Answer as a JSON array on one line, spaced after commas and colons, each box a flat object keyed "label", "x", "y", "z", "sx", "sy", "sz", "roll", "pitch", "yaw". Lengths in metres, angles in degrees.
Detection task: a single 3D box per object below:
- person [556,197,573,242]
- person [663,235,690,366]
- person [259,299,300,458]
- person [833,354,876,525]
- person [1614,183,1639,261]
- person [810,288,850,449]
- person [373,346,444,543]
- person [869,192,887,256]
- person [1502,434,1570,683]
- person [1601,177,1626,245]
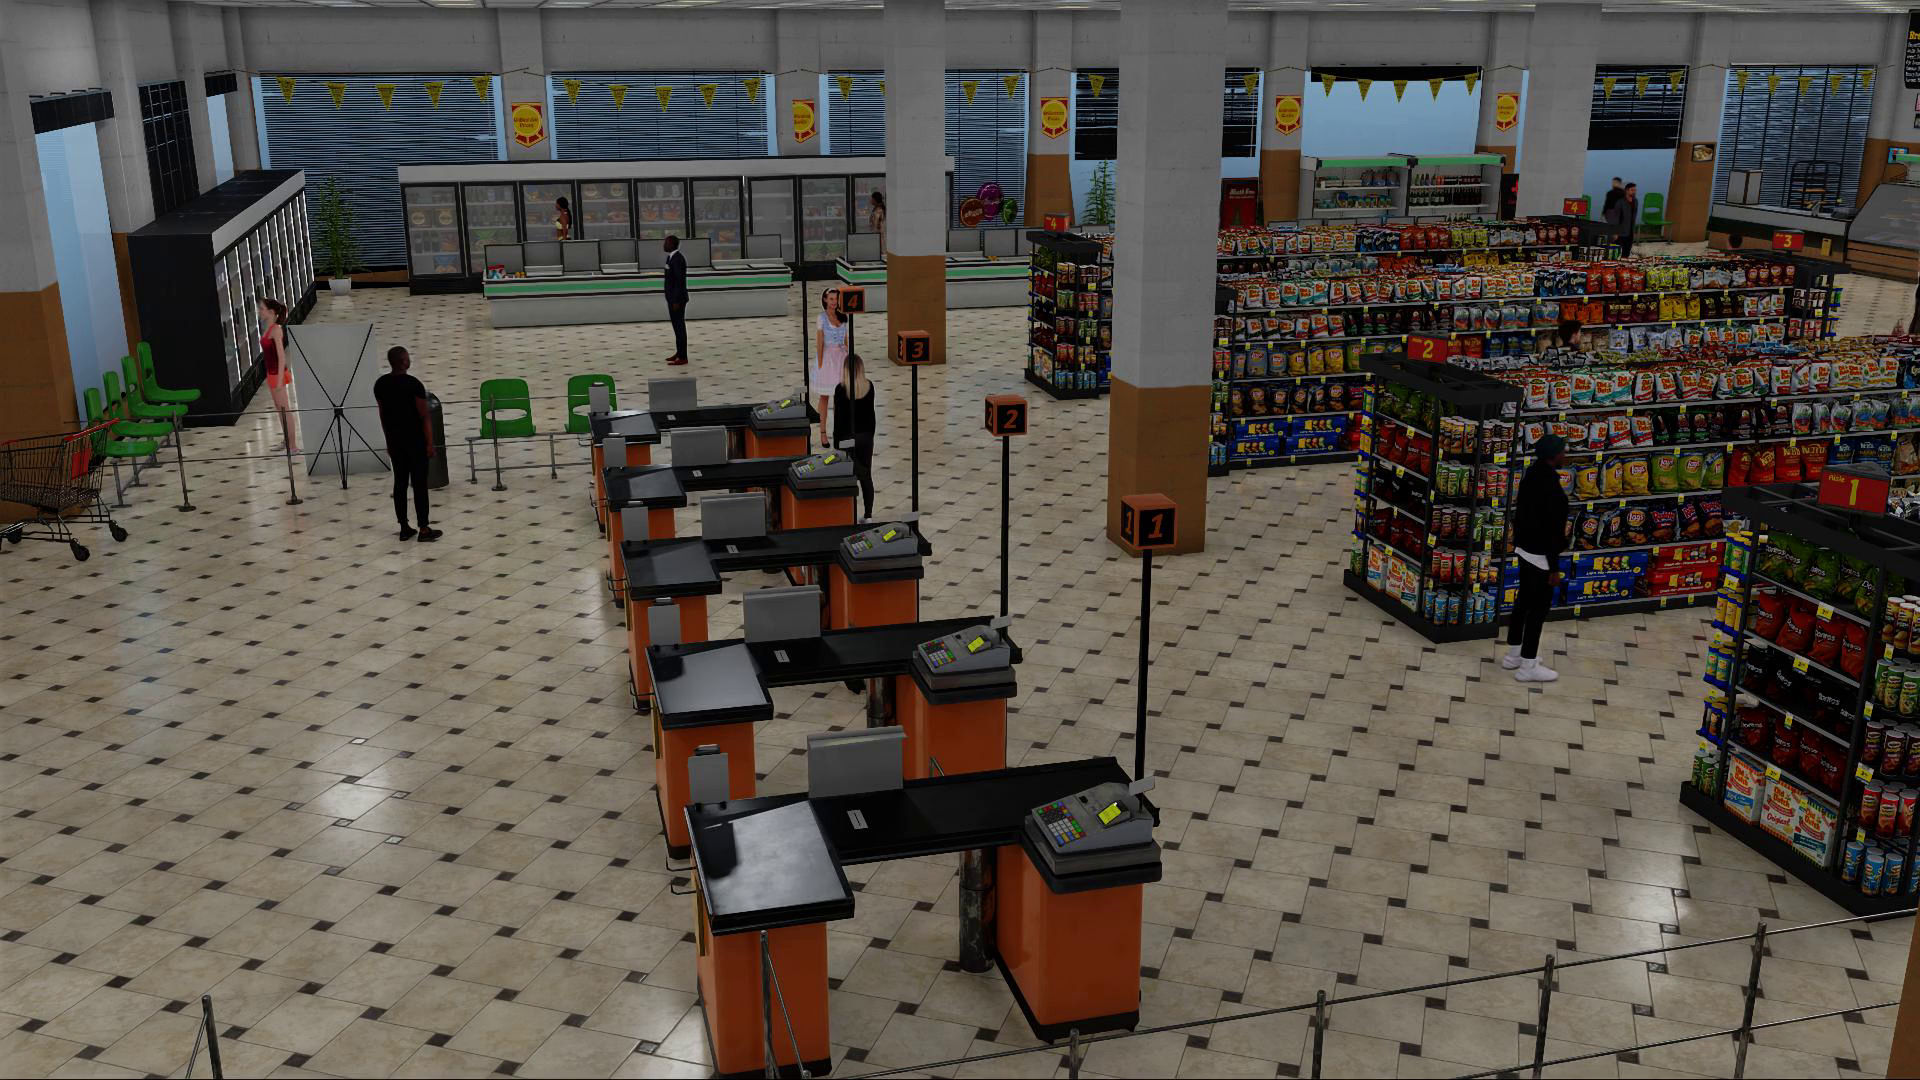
[{"label": "person", "x": -7.090, "y": -5.296, "z": 29.980, "sx": 0.545, "sy": 1.755, "sz": 0.583, "roll": -2, "pitch": 17, "yaw": -7}, {"label": "person", "x": -4.045, "y": -3.428, "z": 23.709, "sx": 0.579, "sy": 1.824, "sz": 0.697, "roll": -4, "pitch": 17, "yaw": -12}, {"label": "person", "x": -7.619, "y": -1.830, "z": 18.569, "sx": 0.631, "sy": 1.754, "sz": 0.626, "roll": -10, "pitch": 19, "yaw": -29}, {"label": "person", "x": -0.995, "y": -0.925, "z": 15.703, "sx": 0.579, "sy": 1.686, "sz": 0.737, "roll": -11, "pitch": 20, "yaw": -32}, {"label": "person", "x": 12.587, "y": -5.817, "z": 31.498, "sx": 0.579, "sy": 1.871, "sz": 0.786, "roll": -8, "pitch": 19, "yaw": -24}, {"label": "person", "x": -1.444, "y": -1.965, "z": 18.904, "sx": 0.781, "sy": 1.816, "sz": 0.865, "roll": -12, "pitch": 20, "yaw": -34}, {"label": "person", "x": -5.108, "y": -0.889, "z": 15.355, "sx": 0.687, "sy": 1.819, "sz": 0.811, "roll": 5, "pitch": 17, "yaw": 15}, {"label": "person", "x": -1.433, "y": -5.478, "z": 30.554, "sx": 1.041, "sy": 1.770, "sz": 0.664, "roll": -2, "pitch": 17, "yaw": -6}, {"label": "person", "x": 4.182, "y": 0.114, "z": 12.056, "sx": 0.629, "sy": 1.818, "sz": 0.695, "roll": -2, "pitch": 17, "yaw": -6}, {"label": "person", "x": 13.820, "y": -6.781, "z": 35.084, "sx": 0.917, "sy": 1.631, "sz": 0.732, "roll": -6, "pitch": 18, "yaw": -20}]
